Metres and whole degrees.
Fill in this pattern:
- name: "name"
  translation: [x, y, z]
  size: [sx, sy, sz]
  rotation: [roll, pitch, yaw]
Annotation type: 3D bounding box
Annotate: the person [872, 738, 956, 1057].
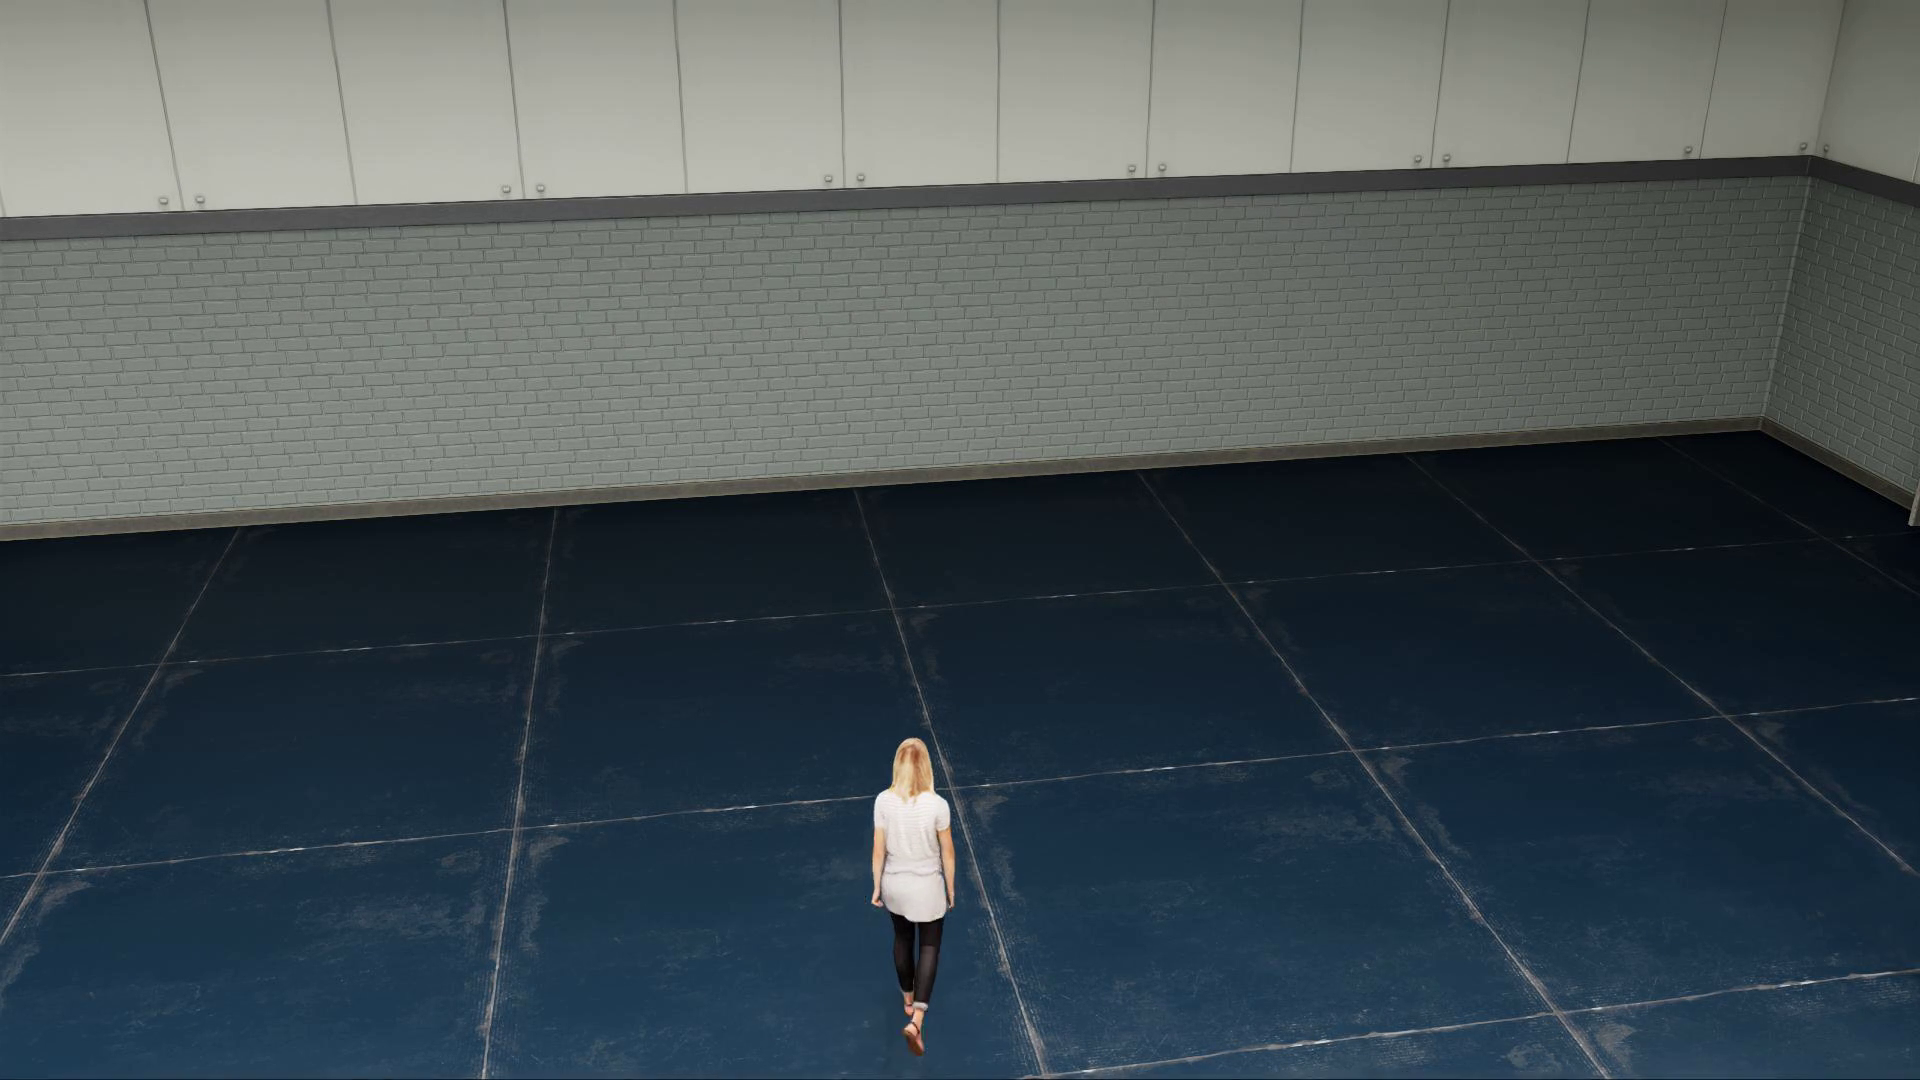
- name: "person"
  translation: [-0.263, 1.946, 8.979]
  size: [0.811, 1.807, 1.073]
  rotation: [3, 23, 7]
